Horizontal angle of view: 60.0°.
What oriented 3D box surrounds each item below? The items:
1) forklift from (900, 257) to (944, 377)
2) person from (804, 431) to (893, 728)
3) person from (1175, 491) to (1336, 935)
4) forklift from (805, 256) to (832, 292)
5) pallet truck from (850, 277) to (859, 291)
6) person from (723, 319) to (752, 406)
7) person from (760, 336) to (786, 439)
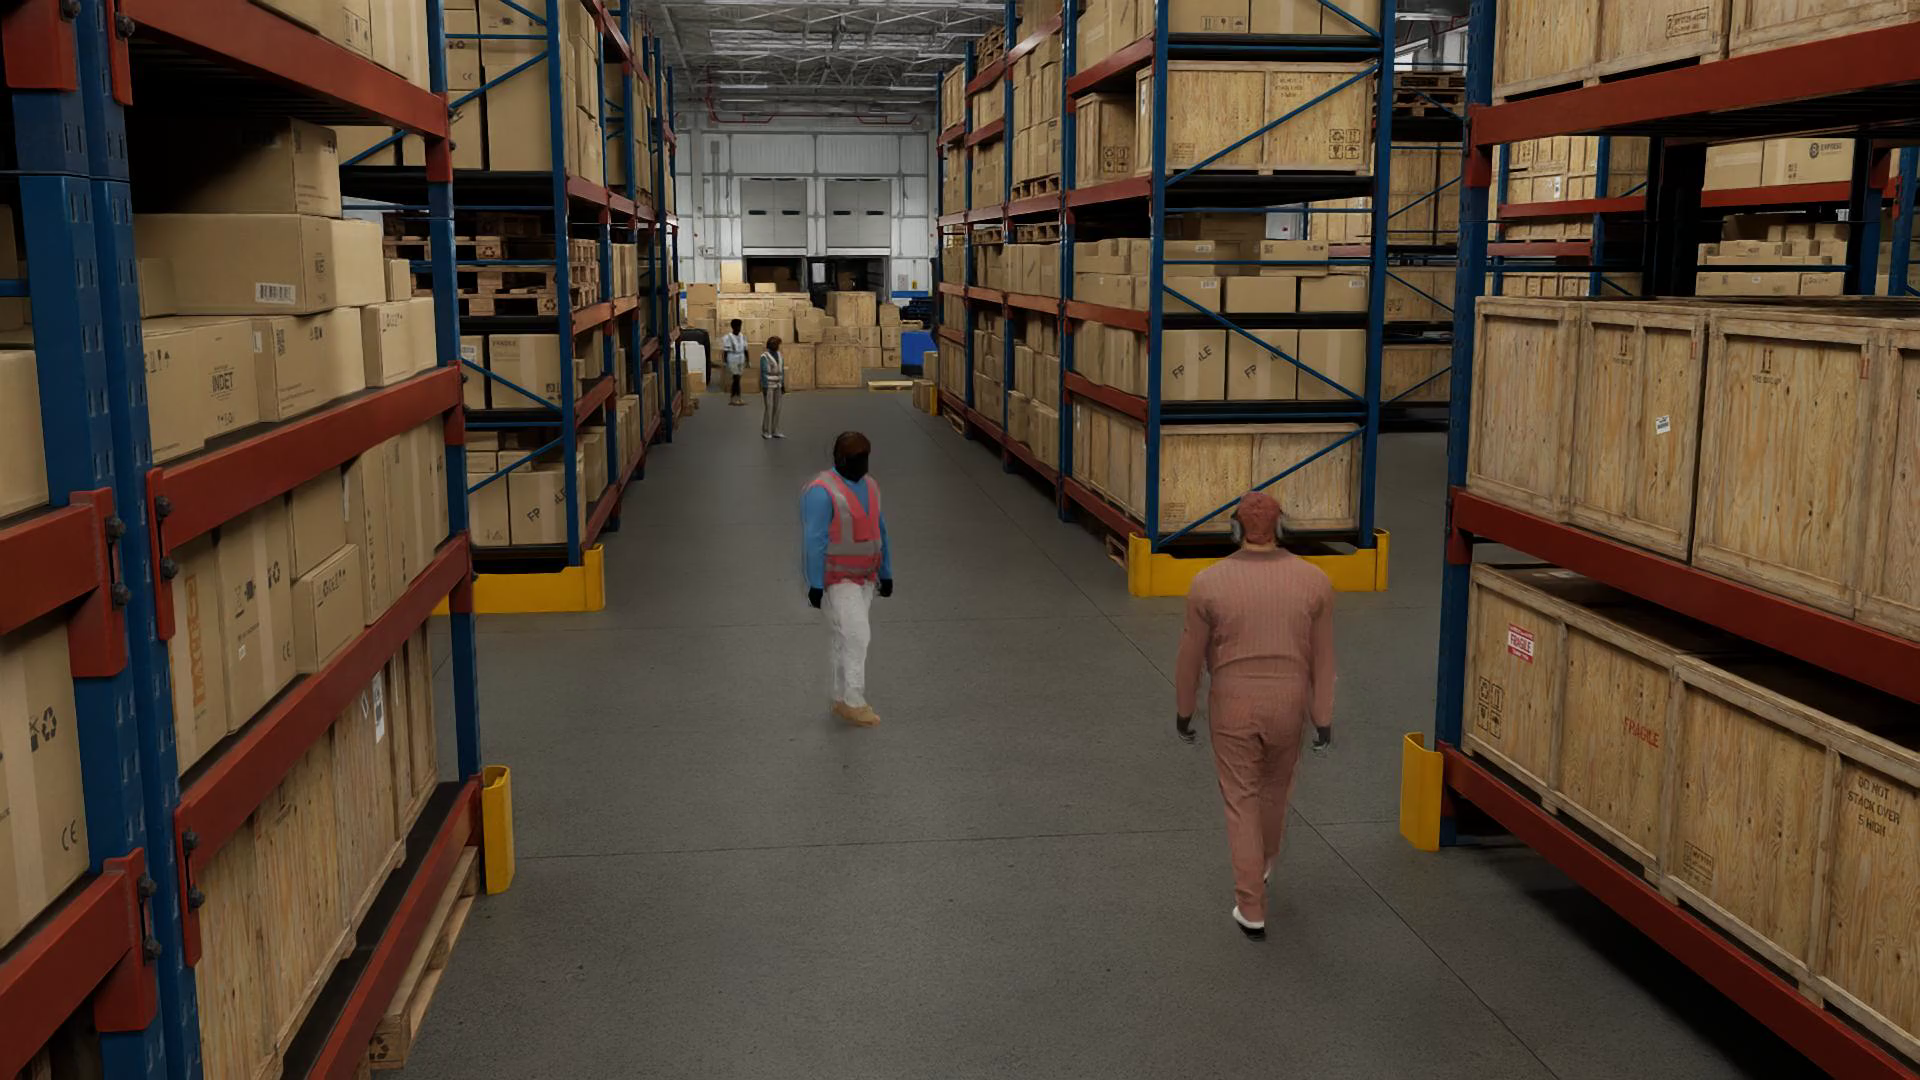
[{"bbox_3d":[-0.369,-5.230,39.013,1.873,2.768,1.129,5,11,26],"label":"forklift"},{"bbox_3d":[-0.600,0.240,10.236,0.622,1.820,0.653,6,11,32],"label":"person"},{"bbox_3d":[1.274,0.712,7.344,0.665,1.865,0.963,0,10,-2],"label":"person"},{"bbox_3d":[-4.925,-8.543,58.301,1.129,2.768,1.873,-7,12,-35],"label":"forklift"},{"bbox_3d":[-3.782,-9.391,65.808,1.885,1.965,0.823,2,10,10],"label":"pallet truck"},{"bbox_3d":[-4.202,-3.380,31.731,0.787,1.662,0.549,8,13,41],"label":"person"},{"bbox_3d":[-2.948,-2.404,26.193,0.347,1.628,0.525,6,12,32],"label":"person"}]
